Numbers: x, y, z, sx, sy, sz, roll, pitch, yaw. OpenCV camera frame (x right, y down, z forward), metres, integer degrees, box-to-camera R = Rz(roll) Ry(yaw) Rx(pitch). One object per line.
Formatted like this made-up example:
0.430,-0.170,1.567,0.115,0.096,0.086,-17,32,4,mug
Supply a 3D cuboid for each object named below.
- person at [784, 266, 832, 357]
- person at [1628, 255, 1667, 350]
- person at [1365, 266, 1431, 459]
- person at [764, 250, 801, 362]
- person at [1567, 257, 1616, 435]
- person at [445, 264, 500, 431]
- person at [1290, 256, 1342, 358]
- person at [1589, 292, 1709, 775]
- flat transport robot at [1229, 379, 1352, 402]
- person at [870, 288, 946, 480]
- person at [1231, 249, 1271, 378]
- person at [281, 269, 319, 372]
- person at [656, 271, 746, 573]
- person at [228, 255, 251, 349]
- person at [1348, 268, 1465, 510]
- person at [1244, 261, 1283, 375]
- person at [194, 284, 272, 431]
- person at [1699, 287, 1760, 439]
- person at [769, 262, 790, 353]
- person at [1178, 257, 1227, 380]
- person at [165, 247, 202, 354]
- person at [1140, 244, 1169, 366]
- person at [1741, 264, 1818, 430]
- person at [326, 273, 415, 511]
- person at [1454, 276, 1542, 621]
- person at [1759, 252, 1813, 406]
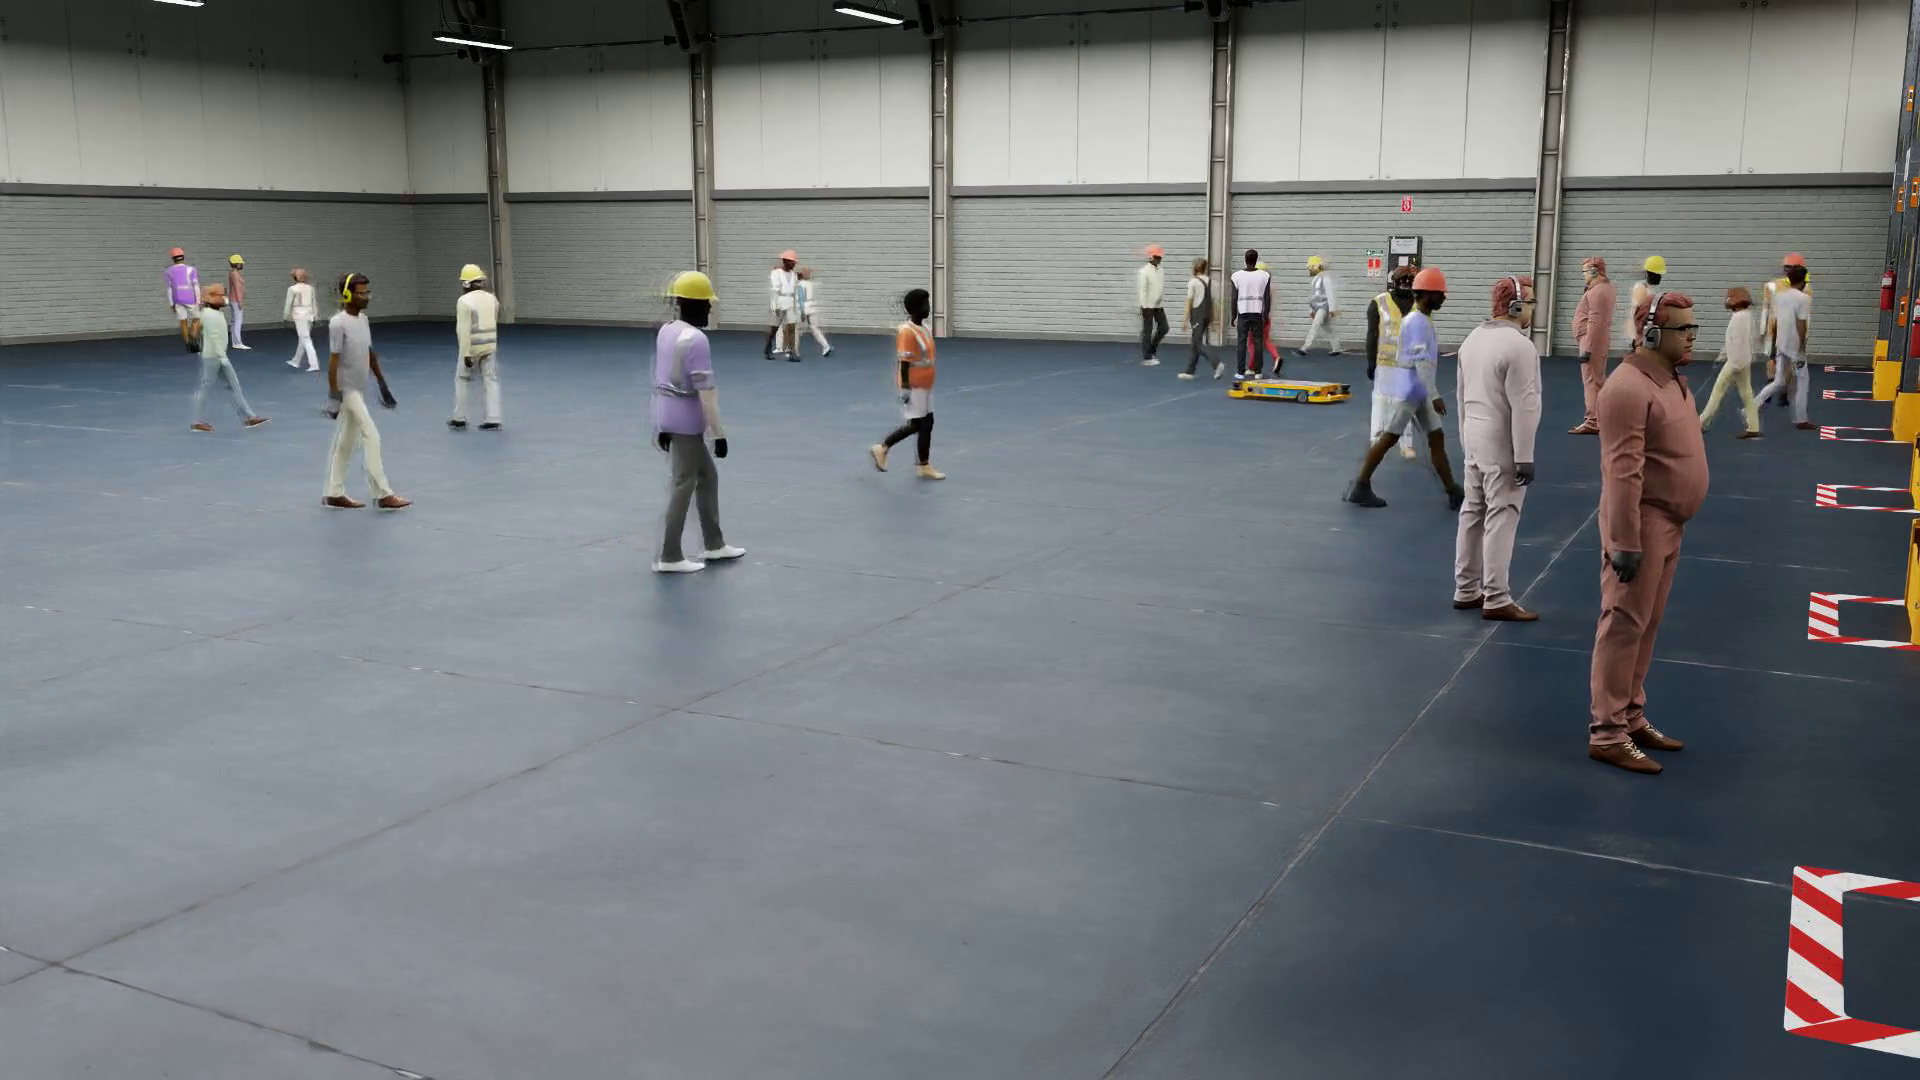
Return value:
-2.657,-3.990,29.108,0.852,1.599,0.522,4,11,19,person
8.346,-2.524,20.316,0.517,1.894,0.665,9,14,41,person
4.181,-1.685,15.866,0.633,1.841,0.429,-1,10,-4,person
-3.027,-3.977,28.250,0.561,1.889,0.973,-8,13,-39,person
6.776,-2.081,17.862,0.407,1.903,0.639,6,12,30,person
-5.348,-2.091,18.160,0.774,1.805,0.618,6,12,30,person
6.225,-4.024,28.832,0.990,1.763,0.599,-1,10,-7,person
2.775,-0.036,6.695,0.409,1.907,0.651,7,13,35,person
4.285,-1.944,21.565,1.431,0.197,0.652,8,13,36,flat transport robot
-0.439,-1.348,14.462,0.582,1.682,0.540,3,11,18,person
4.326,-3.364,24.808,0.593,1.920,0.391,1,10,3,person
-10.413,-3.449,26.151,0.836,1.600,0.518,4,11,21,person
-1.621,-0.744,10.579,0.797,1.896,0.612,-6,12,-29,person
-13.550,-4.462,31.216,0.331,1.768,0.526,-7,12,-32,person
3.546,-1.155,12.891,1.056,1.883,0.548,5,12,27,person
4.594,-3.349,25.199,0.535,1.744,0.681,-6,12,-30,person
-7.993,-1.976,18.127,0.841,1.593,0.527,-2,11,-10,person
8.067,-1.860,17.507,0.841,1.587,0.501,8,13,36,person
-3.237,-4.197,30.113,0.311,1.638,0.523,10,14,44,person
3.568,-3.230,24.377,0.530,1.821,0.841,-10,14,-43,person
-13.973,-4.311,29.983,0.586,1.912,0.441,-2,11,-9,person
3.155,-3.817,27.104,0.440,1.979,0.654,9,14,40,person
9.024,-2.099,18.176,0.860,1.831,0.548,-3,11,-15,person
-4.590,-1.136,12.909,0.872,1.835,0.542,0,10,0,person
3.029,-0.510,9.282,0.400,1.907,0.644,-2,11,-12,person
10.280,-2.616,20.729,0.564,1.918,0.483,8,13,36,person
